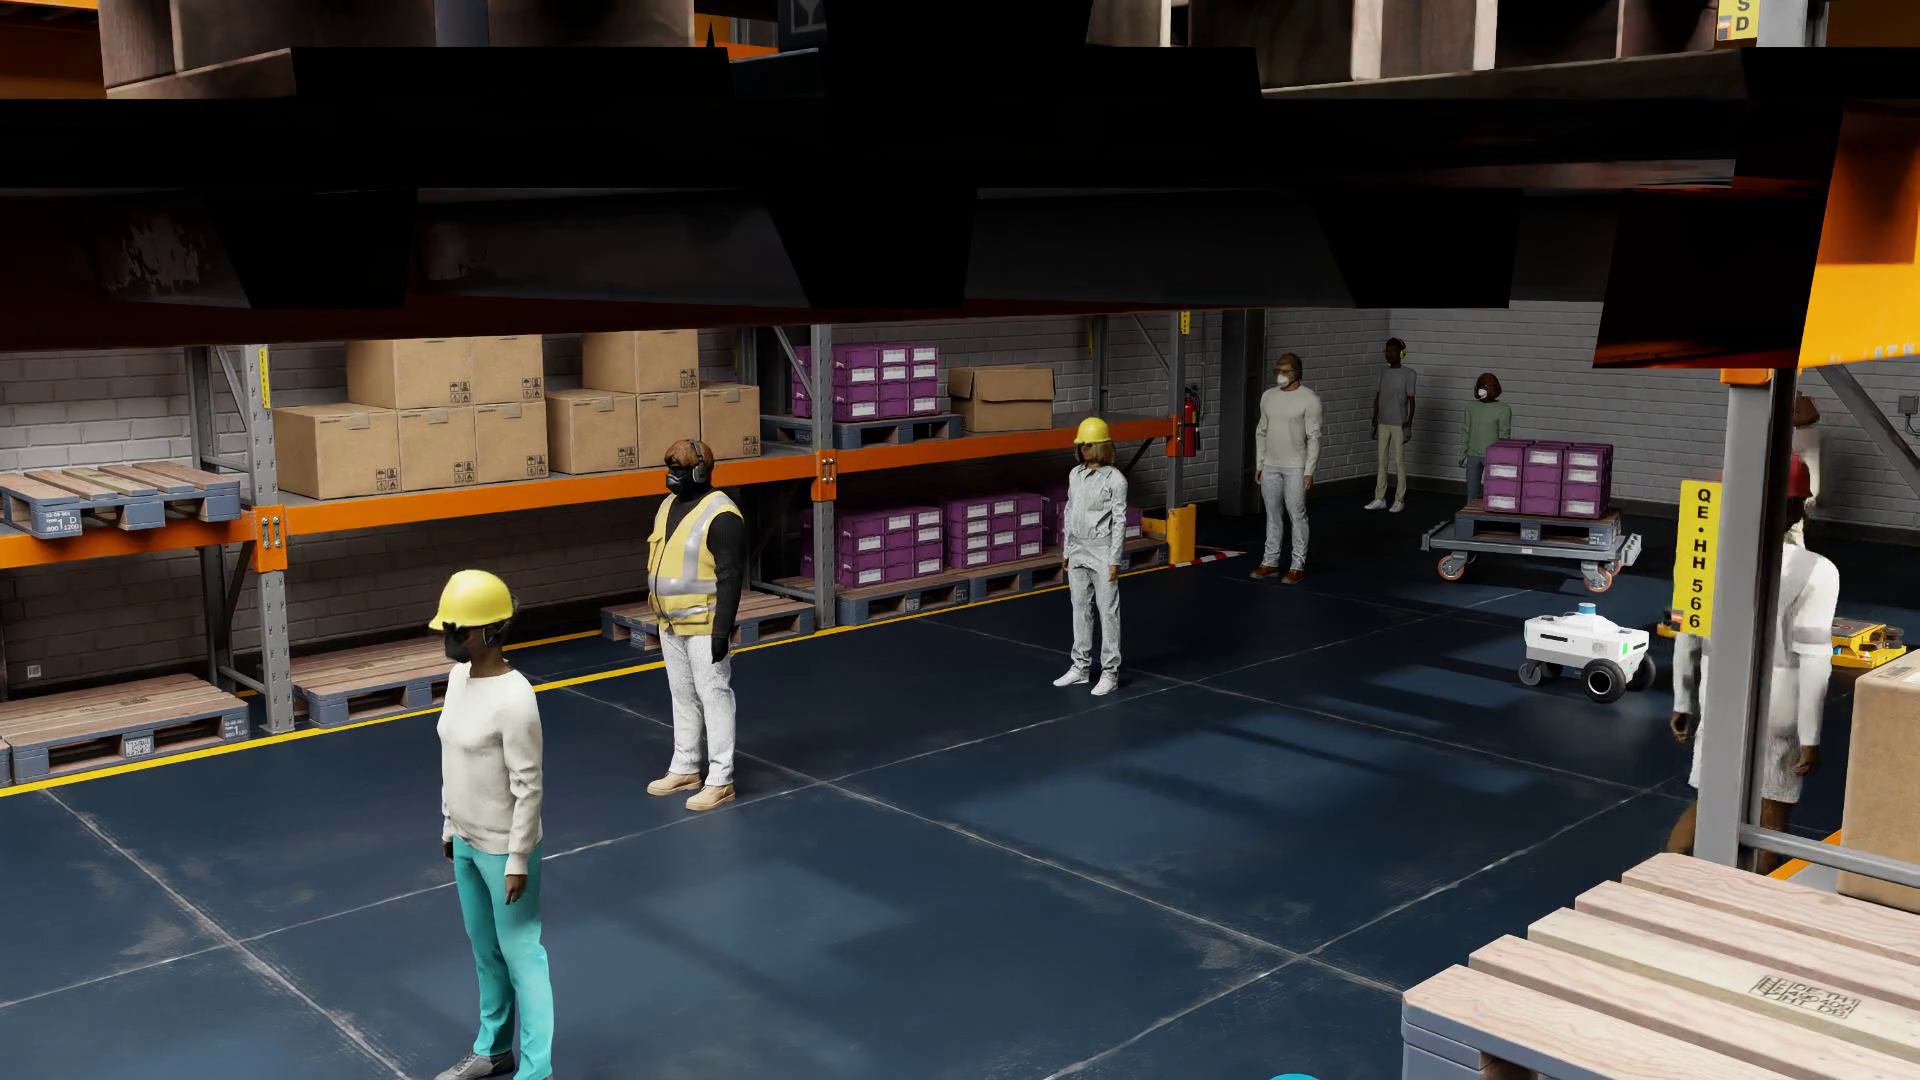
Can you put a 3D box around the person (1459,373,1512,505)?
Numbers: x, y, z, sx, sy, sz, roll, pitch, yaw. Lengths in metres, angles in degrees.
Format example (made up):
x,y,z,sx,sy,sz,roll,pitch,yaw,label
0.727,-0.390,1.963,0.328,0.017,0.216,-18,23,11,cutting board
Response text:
x,y,z,sx,sy,sz,roll,pitch,yaw,label
5.009,-0.783,15.917,0.286,1.633,0.499,-9,13,-43,person

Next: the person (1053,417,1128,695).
x,y,z,sx,sy,sz,roll,pitch,yaw,label
0.829,0.096,10.446,0.296,1.744,0.486,-9,13,-43,person

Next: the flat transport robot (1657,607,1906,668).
x,y,z,sx,sy,sz,roll,pitch,yaw,label
5.708,0.636,11.589,0.652,0.197,1.431,-9,13,-42,flat transport robot

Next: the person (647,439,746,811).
x,y,z,sx,sy,sz,roll,pitch,yaw,label
-1.333,0.414,8.302,0.429,1.844,0.627,-9,13,-43,person

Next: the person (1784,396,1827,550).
x,y,z,sx,sy,sz,roll,pitch,yaw,label
6.713,-0.356,13.439,0.538,1.613,0.485,-6,11,-30,person

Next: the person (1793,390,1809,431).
x,y,z,sx,sy,sz,roll,pitch,yaw,label
7.116,-0.688,14.631,0.355,1.882,0.576,-9,13,-43,person

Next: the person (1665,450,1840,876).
x,y,z,sx,sy,sz,roll,pitch,yaw,label
2.988,0.655,6.403,0.829,2.022,0.615,-7,12,-36,person

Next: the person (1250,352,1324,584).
x,y,z,sx,sy,sz,roll,pitch,yaw,label
2.739,-0.604,13.973,0.372,1.940,0.632,-9,13,-43,person

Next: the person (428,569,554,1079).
x,y,z,sx,sy,sz,roll,pitch,yaw,label
-1.508,0.961,5.315,0.309,1.769,0.524,-9,13,-43,person

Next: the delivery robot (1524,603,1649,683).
x,y,z,sx,sy,sz,roll,pitch,yaw,label
3.932,0.639,10.470,0.477,0.478,0.707,-9,13,-42,delivery robot

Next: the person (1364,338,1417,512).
x,y,z,sx,sy,sz,roll,pitch,yaw,label
4.630,-1.233,17.859,0.328,1.872,0.511,-9,13,-43,person
